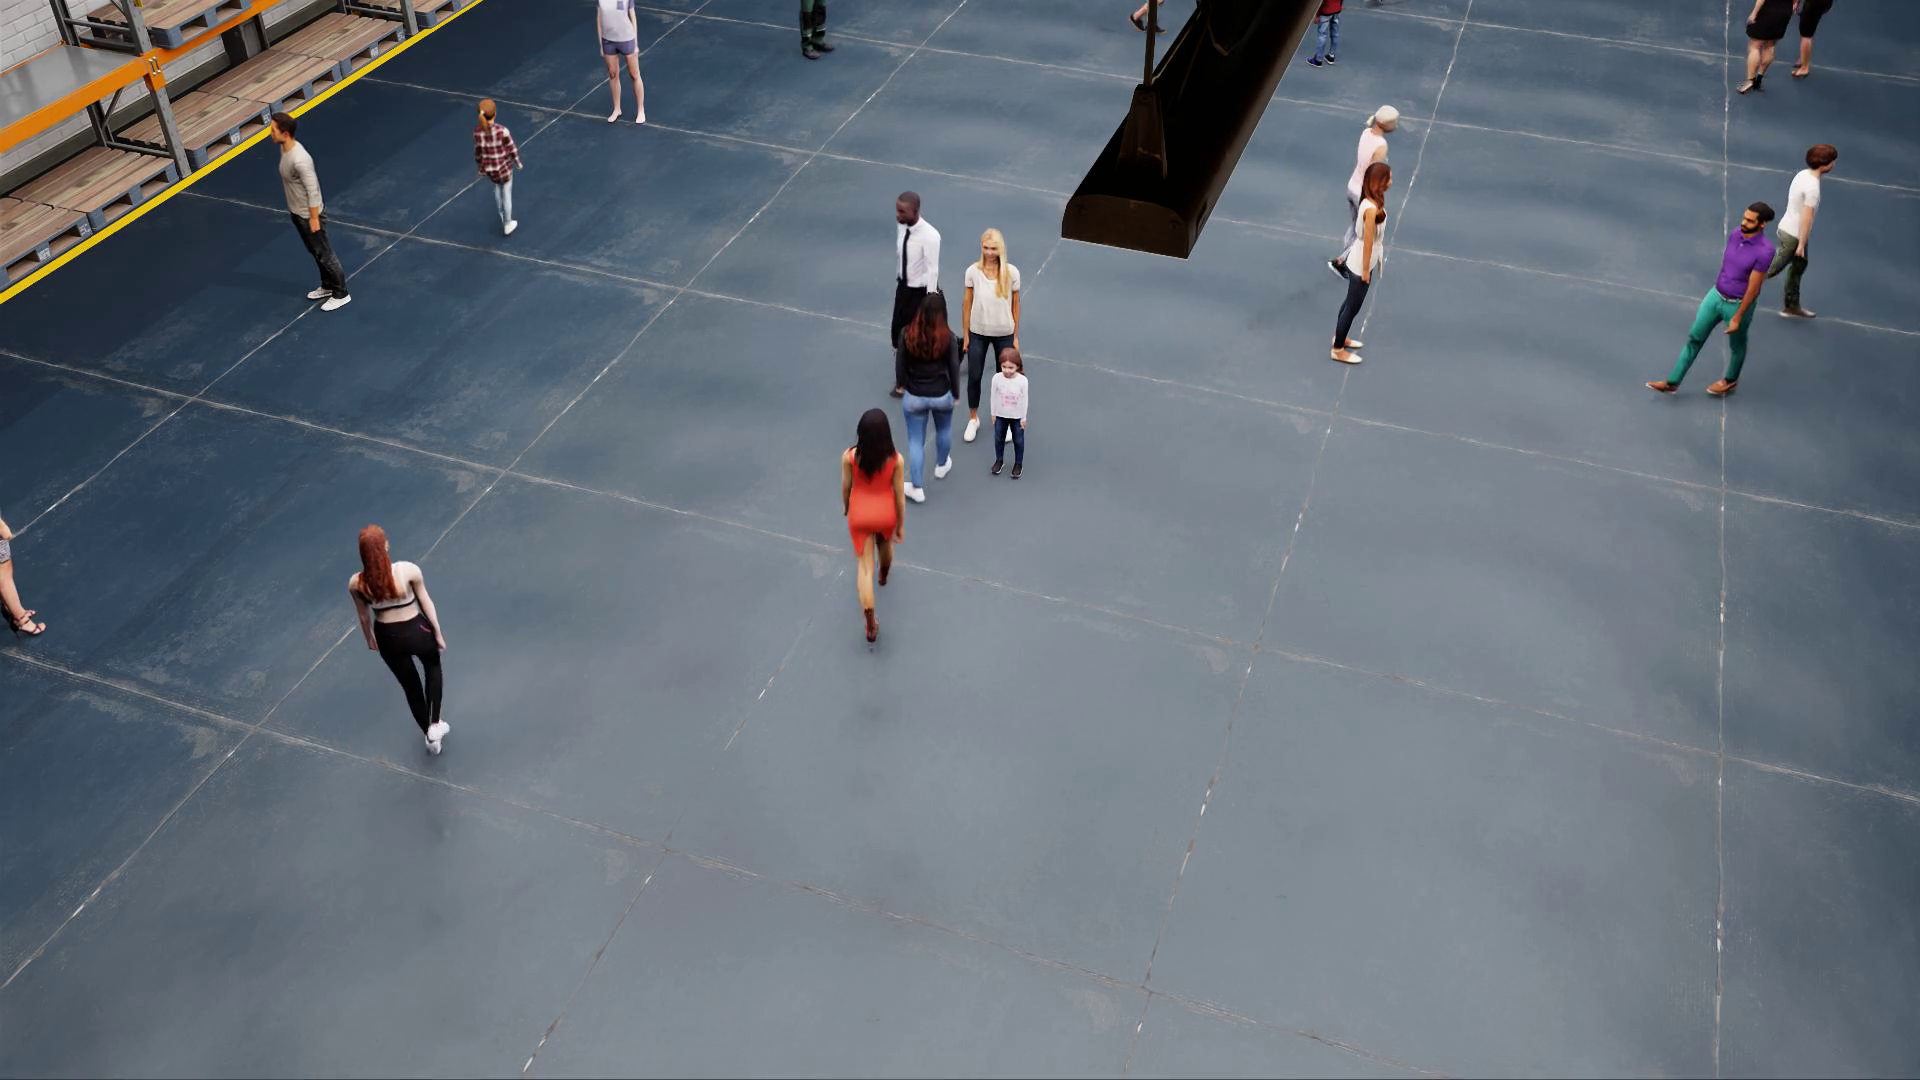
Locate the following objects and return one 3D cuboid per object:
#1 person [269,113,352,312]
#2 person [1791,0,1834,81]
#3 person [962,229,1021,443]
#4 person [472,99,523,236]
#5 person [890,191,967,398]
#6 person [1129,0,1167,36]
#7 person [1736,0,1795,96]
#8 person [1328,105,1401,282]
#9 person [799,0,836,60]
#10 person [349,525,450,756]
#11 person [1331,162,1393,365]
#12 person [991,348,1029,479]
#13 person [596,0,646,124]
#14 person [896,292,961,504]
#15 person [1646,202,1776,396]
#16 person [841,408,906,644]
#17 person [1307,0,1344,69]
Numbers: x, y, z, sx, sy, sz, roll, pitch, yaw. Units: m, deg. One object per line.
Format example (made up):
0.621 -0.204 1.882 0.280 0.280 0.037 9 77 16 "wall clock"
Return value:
-5.669 -2.872 14.482 0.733 1.811 0.736 -26 45 -28 "person"
9.501 -5.886 18.328 0.751 1.721 0.817 -16 41 -19 "person"
0.239 -1.586 12.873 0.648 1.809 0.605 1 39 1 "person"
-4.376 -3.493 15.677 0.598 1.290 0.695 7 39 9 "person"
-0.258 -2.004 13.395 1.127 1.811 0.939 -28 47 -31 "person"
2.216 -6.686 19.465 0.635 1.552 0.630 10 40 13 "person"
8.871 -5.709 18.129 0.778 1.693 0.813 -2 39 -3 "person"
3.532 -3.059 14.799 0.838 1.708 0.786 -15 41 -18 "person"
-1.687 -6.436 18.922 0.802 1.839 0.631 23 44 26 "person"
-3.368 0.676 10.100 0.732 1.735 0.768 -9 39 -11 "person"
3.324 -2.305 13.794 0.648 1.782 0.481 10 40 12 "person"
0.384 -0.987 12.681 0.461 1.112 0.492 7 39 9 "person"
-3.590 -5.280 17.533 0.630 1.767 0.628 4 39 5 "person"
-0.245 -1.038 12.350 0.783 1.605 0.911 -1 39 -2 "person"
6.264 -1.897 13.327 1.131 1.729 1.090 -16 41 -19 "person"
-0.591 -0.084 11.101 0.899 1.674 1.197 -2 39 -3 "person"
4.191 -5.995 18.839 0.583 1.254 0.643 -16 41 -19 "person"
